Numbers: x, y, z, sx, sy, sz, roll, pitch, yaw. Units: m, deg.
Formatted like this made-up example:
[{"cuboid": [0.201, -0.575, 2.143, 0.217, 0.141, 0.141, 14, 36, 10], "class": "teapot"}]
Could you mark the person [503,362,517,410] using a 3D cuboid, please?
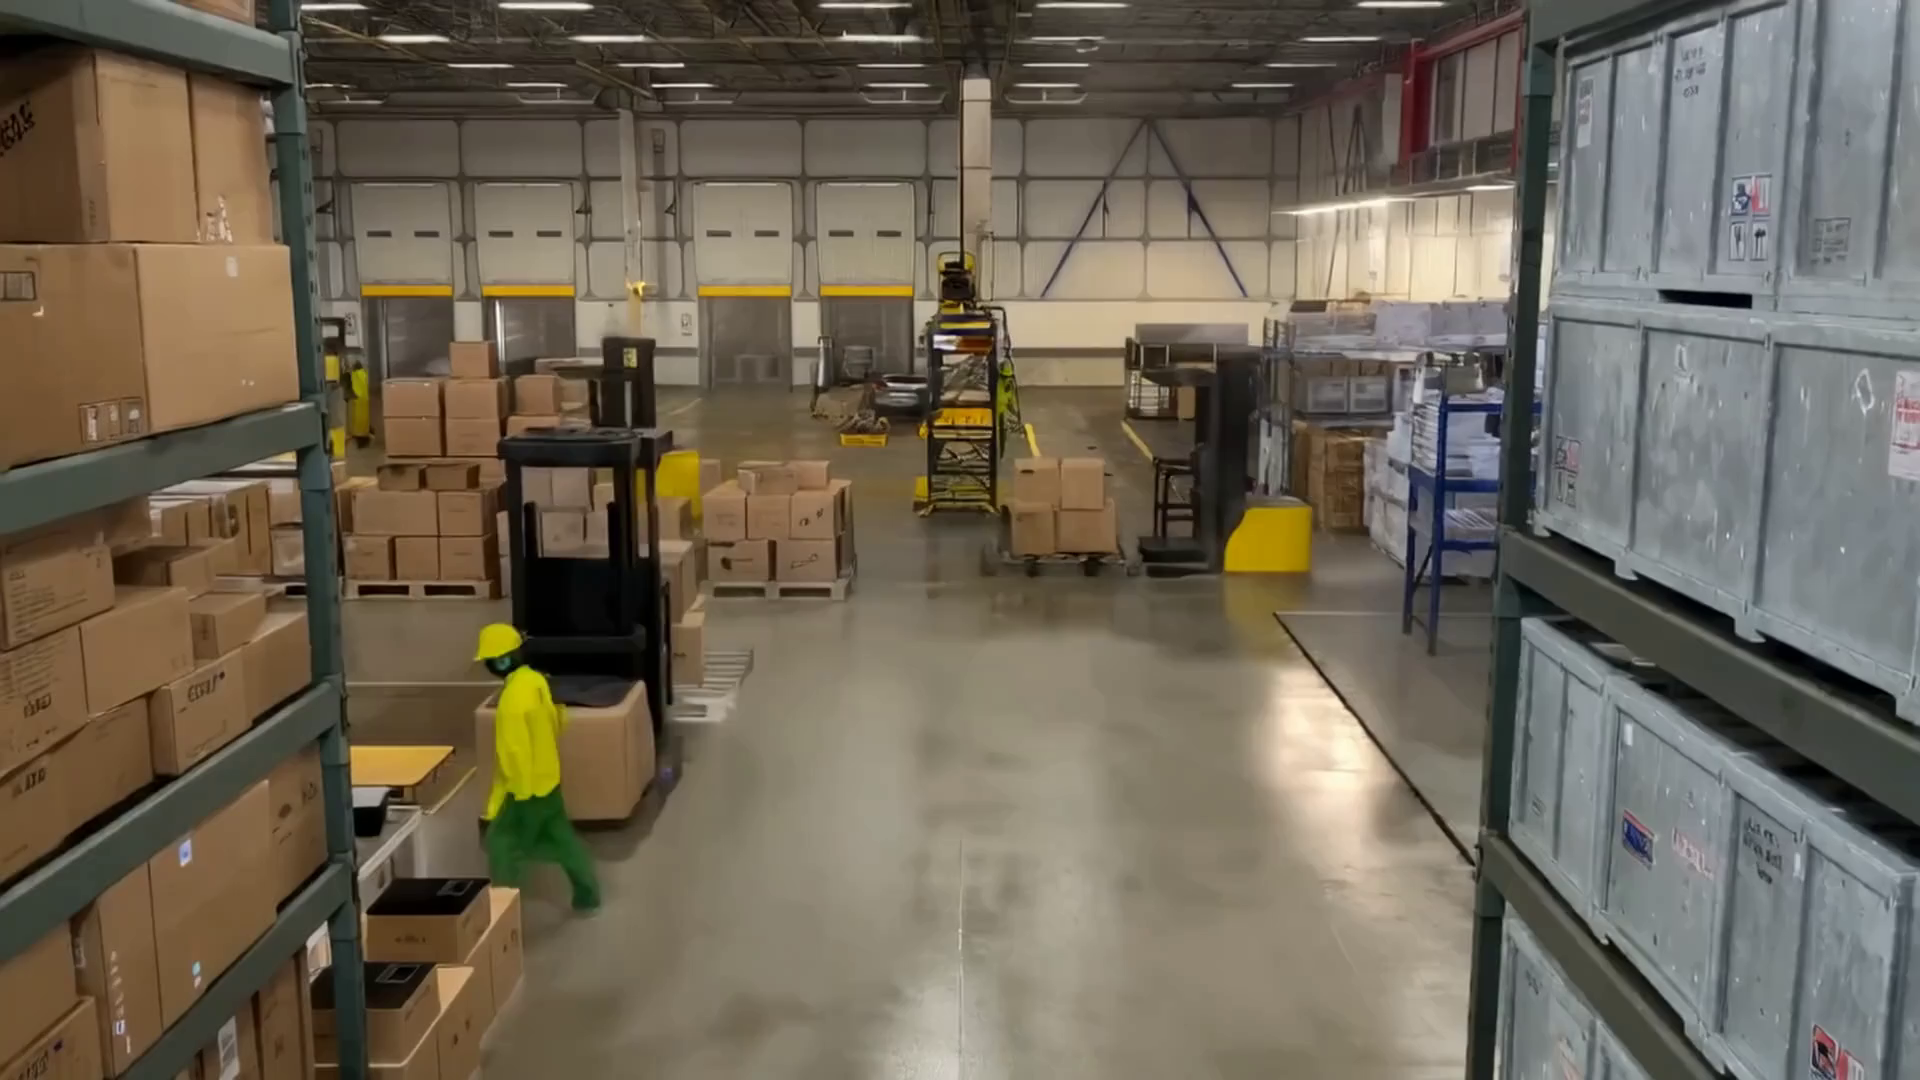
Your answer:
[{"cuboid": [-10.259, -3.291, 38.322, 0.445, 1.622, 0.513, -4, 11, -24], "class": "person"}]

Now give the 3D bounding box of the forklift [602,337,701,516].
[{"cuboid": [-5.028, -1.701, 25.518, 1.129, 2.768, 1.873, 8, 13, 40], "class": "forklift"}]

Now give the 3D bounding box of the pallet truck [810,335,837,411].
[{"cuboid": [-3.021, -4.312, 43.126, 1.885, 1.965, 0.823, 3, 10, 17], "class": "pallet truck"}]

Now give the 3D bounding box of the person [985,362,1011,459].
[{"cuboid": [0.736, -2.598, 33.405, 0.552, 1.937, 0.356, 4, 11, 22], "class": "person"}]

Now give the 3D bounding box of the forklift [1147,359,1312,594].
[{"cuboid": [3.309, -0.802, 20.328, 1.873, 2.768, 1.129, 0, 10, 1], "class": "forklift"}]

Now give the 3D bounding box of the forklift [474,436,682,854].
[{"cuboid": [-2.755, 0.647, 11.970, 1.129, 2.768, 1.873, 0, 10, 1], "class": "forklift"}]

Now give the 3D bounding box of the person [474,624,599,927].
[{"cuboid": [-2.684, 1.449, 10.063, 0.984, 1.923, 0.725, 1, 10, 4], "class": "person"}]

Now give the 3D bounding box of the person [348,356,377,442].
[{"cuboid": [-13.029, -3.054, 36.136, 0.456, 1.907, 0.729, -2, 10, -11], "class": "person"}]

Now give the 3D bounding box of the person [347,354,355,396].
[{"cuboid": [-14.051, -3.346, 38.077, 0.879, 1.809, 0.545, -9, 13, -41], "class": "person"}]

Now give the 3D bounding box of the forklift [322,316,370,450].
[{"cuboid": [-12.995, -3.188, 34.094, 1.129, 2.768, 1.873, 0, 10, -1], "class": "forklift"}]
